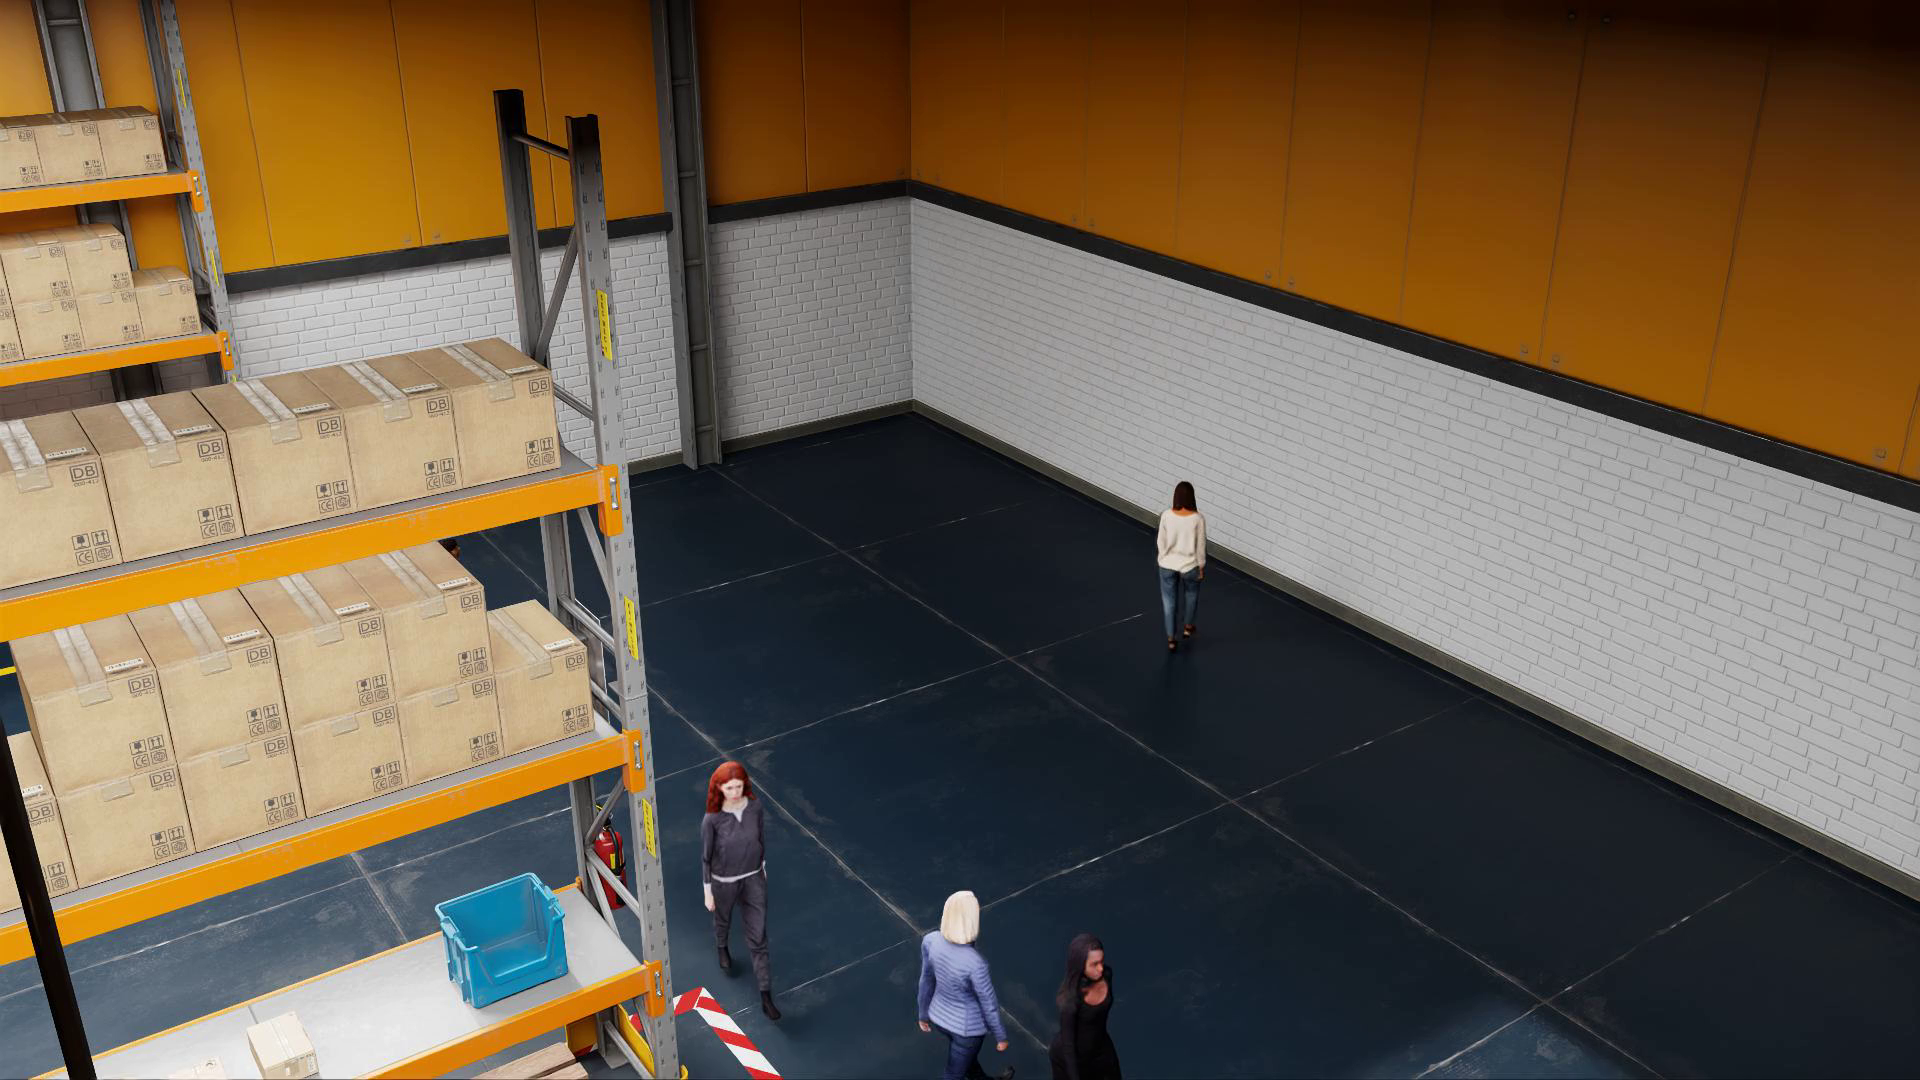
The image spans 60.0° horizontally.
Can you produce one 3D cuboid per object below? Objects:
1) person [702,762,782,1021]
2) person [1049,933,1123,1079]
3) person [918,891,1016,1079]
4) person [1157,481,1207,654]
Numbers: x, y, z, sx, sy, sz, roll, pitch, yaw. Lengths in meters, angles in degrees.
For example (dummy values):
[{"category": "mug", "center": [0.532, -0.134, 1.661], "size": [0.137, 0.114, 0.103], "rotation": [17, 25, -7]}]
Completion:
[{"category": "person", "center": [-1.501, 2.209, 10.917], "size": [1.173, 1.717, 0.831], "rotation": [-10, 26, -22]}, {"category": "person", "center": [0.608, 2.906, 9.362], "size": [0.859, 1.686, 1.105], "rotation": [19, 30, 37]}, {"category": "person", "center": [-0.063, 2.821, 9.548], "size": [1.157, 1.690, 0.794], "rotation": [-21, 31, -39]}, {"category": "person", "center": [2.019, 0.279, 15.391], "size": [0.844, 1.669, 0.917], "rotation": [8, 25, 18]}]
